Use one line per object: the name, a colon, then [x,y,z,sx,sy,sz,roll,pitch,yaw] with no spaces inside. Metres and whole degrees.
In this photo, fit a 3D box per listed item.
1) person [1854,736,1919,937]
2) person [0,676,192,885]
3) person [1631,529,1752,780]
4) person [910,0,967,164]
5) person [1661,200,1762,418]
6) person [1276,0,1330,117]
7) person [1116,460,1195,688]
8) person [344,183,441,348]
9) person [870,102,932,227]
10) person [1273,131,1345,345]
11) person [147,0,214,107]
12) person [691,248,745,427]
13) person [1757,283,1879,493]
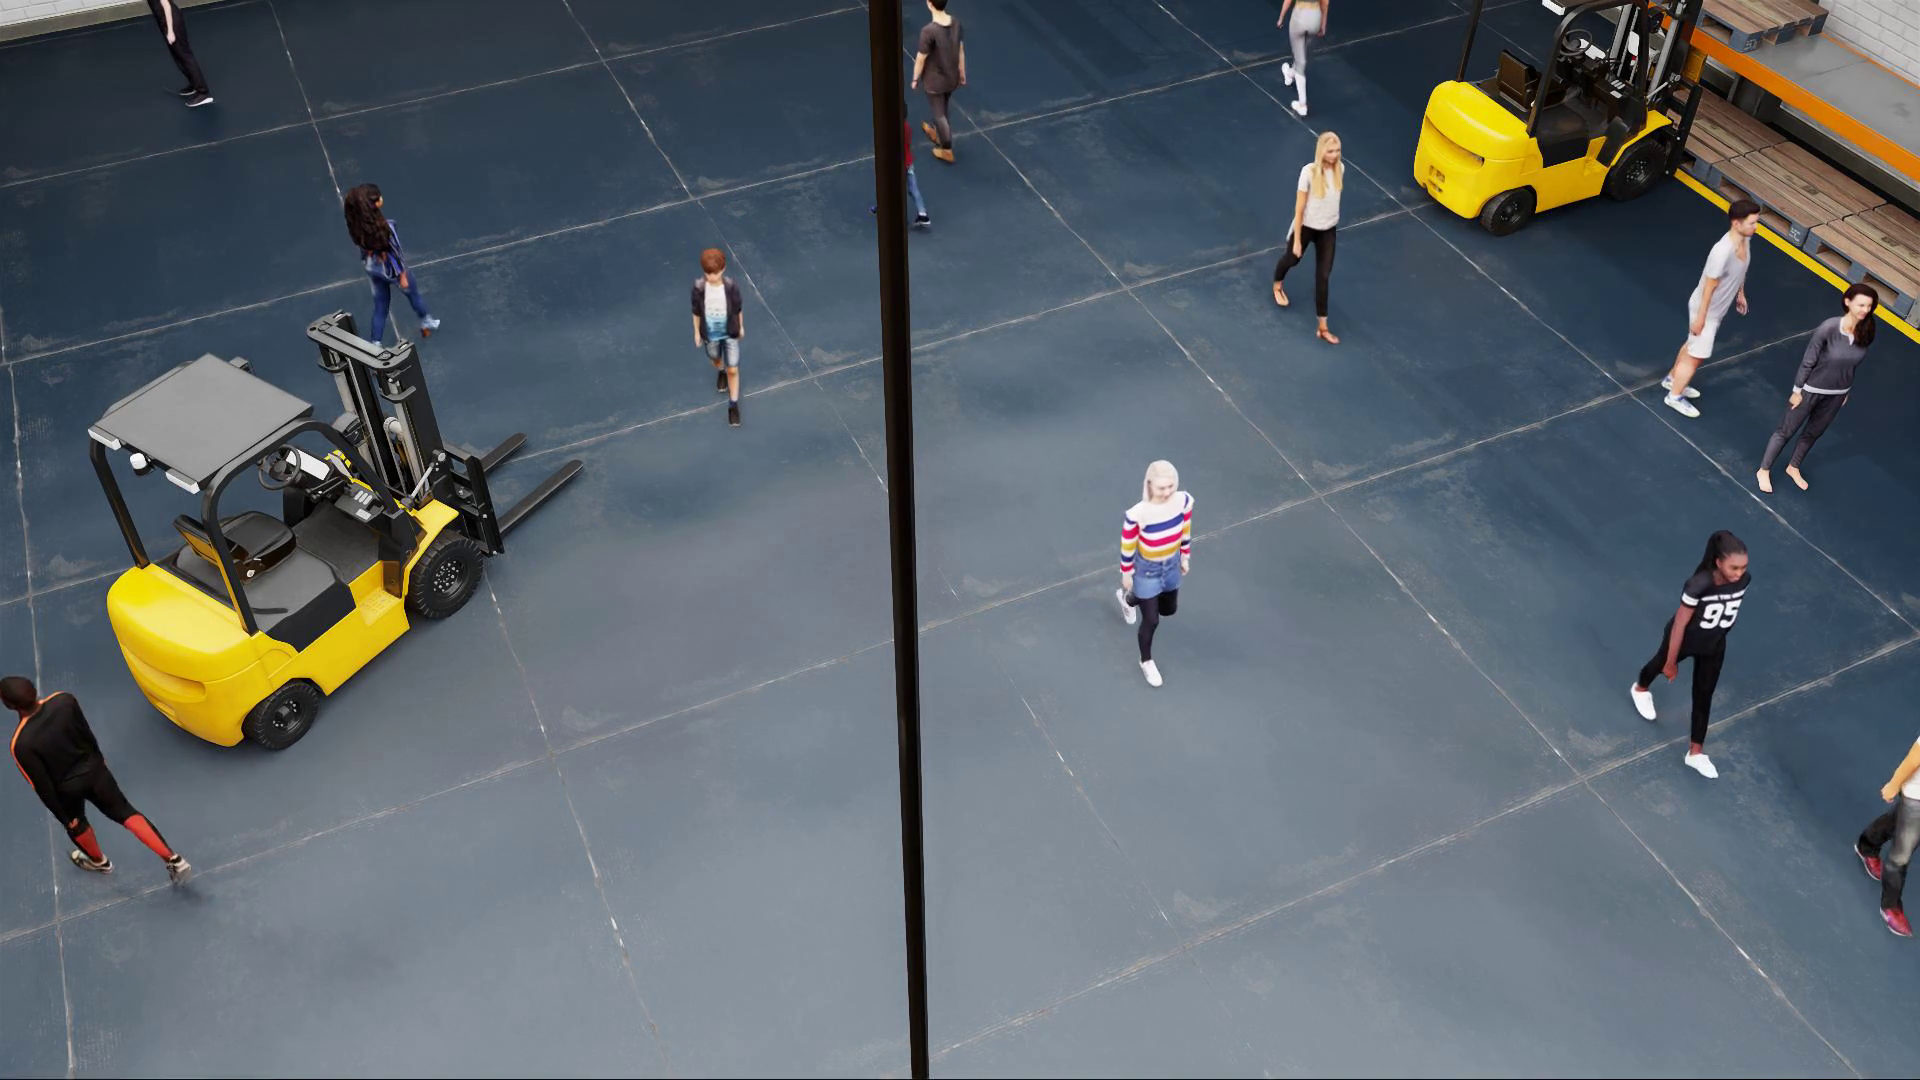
person: [5.558,1.364,9.584,0.832,1.786,1.036,-6,44,-6]
person: [-4.989,1.407,9.534,1.185,1.782,1.050,19,47,19]
person: [4.556,0.586,10.466,0.795,1.687,1.177,-9,44,-9]
person: [-0.126,-4.338,15.632,0.753,1.690,0.954,-28,50,-26]
person: [5.804,-1.857,12.913,0.794,1.848,0.795,30,51,28]
person: [3.409,-4.994,16.343,0.768,1.659,1.142,-8,44,-8]
person: [1.241,0.131,10.864,0.654,1.796,0.906,-19,47,-19]
person: [-4.652,-2.108,13.367,1.059,1.584,1.106,16,46,16]
person: [-0.493,-3.357,14.926,0.940,1.243,0.757,29,51,27]
person: [2.847,-2.575,13.721,0.645,1.774,1.176,-16,46,-17]
person: [-7.809,-5.150,16.445,0.668,1.744,0.467,-22,48,-22]
person: [-1.886,-1.677,13.040,0.789,1.411,1.022,-1,44,-1]
person: [6.307,-1.116,12.192,0.674,1.770,0.637,-5,44,-5]
